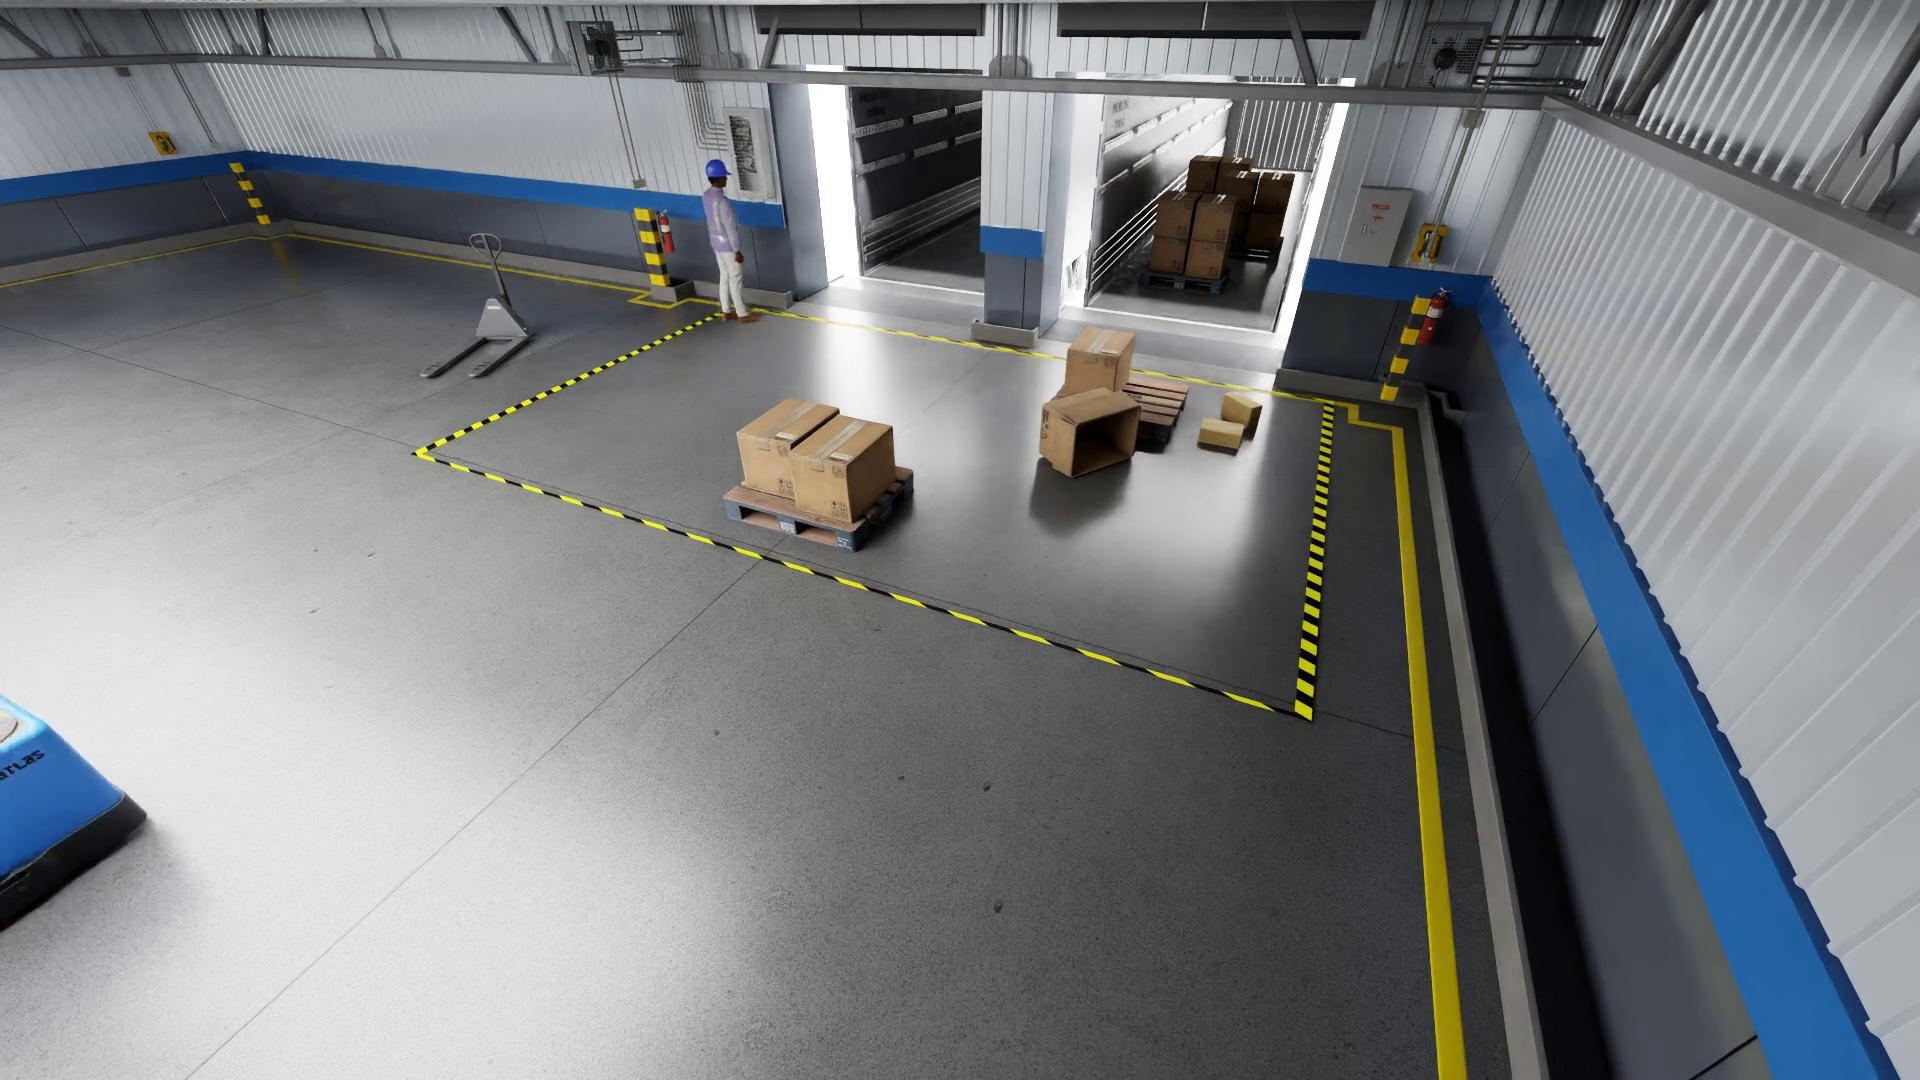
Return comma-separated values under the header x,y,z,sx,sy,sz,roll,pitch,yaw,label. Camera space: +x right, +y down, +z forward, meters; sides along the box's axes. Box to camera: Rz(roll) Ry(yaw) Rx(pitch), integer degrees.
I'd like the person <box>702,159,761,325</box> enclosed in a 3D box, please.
x,y,z,sx,sy,sz,roll,pitch,yaw,label
-2.911,-3.688,9.197,0.411,1.955,0.609,-26,43,-31,person

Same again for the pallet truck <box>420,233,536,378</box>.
x,y,z,sx,sy,sz,roll,pitch,yaw,label
-5.664,-2.712,8.427,0.680,1.201,1.601,0,35,-1,pallet truck

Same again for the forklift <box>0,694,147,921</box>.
x,y,z,sx,sy,sz,roll,pitch,yaw,label
-4.521,0.755,2.870,0.716,2.013,0.776,14,38,19,forklift
